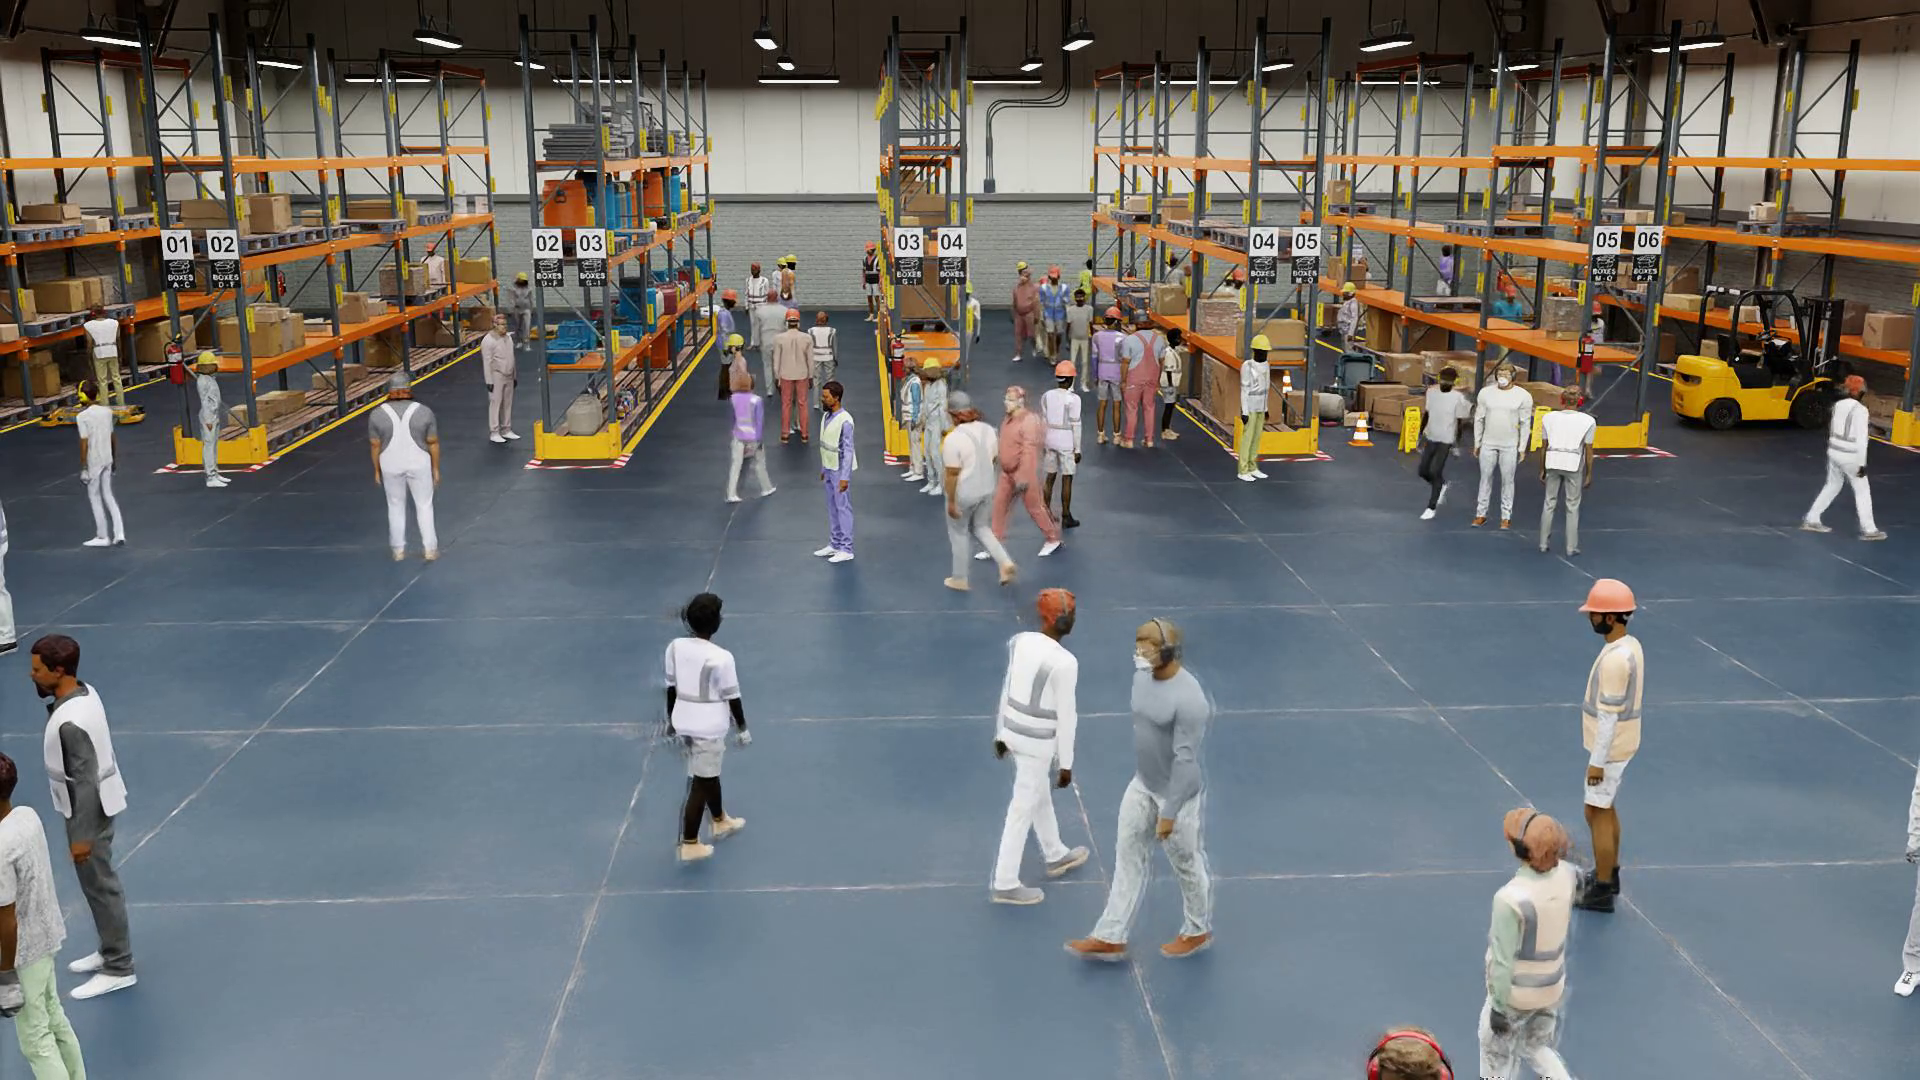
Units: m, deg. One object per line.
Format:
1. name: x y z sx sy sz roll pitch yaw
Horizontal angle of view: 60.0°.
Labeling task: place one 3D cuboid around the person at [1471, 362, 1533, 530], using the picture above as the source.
1. person: 6.196 -1.081 19.076 0.629 1.936 0.373 7 15 28

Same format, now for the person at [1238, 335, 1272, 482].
1. person: 3.902 -1.740 21.883 0.384 1.925 0.593 11 17 39

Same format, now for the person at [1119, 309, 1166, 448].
1. person: 2.628 -2.364 24.282 0.687 2.000 0.535 -6 14 -22

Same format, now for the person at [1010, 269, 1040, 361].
1. person: 1.351 -4.620 34.162 0.674 1.892 0.561 7 15 28

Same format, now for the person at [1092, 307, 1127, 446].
1. person: 2.231 -2.405 24.458 0.607 2.040 0.378 8 16 31

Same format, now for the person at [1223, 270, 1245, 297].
1. person: 5.437 -4.304 32.608 0.621 1.999 1.025 -1 13 -6

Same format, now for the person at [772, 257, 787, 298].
1. person: -4.234 -5.855 39.683 0.516 1.757 0.339 -10 16 -36

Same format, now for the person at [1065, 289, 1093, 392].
1. person: 2.148 -3.575 29.808 0.532 1.863 0.339 -1 13 -6

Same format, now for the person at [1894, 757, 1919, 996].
1. person: 5.092 1.577 8.460 0.497 1.633 0.285 8 15 31

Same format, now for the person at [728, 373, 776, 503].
1. person: -2.629 -1.274 20.616 0.534 1.589 0.857 7 15 28

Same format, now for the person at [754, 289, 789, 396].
1. person: -3.299 -3.477 29.329 0.663 1.893 0.432 -1 13 -4

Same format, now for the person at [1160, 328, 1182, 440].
1. person: 3.157 -2.334 24.919 0.320 1.685 0.539 3 14 13

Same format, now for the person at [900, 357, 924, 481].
1. person: -0.623 -1.594 21.886 0.310 1.636 0.523 -2 13 -10

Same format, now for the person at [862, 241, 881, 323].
1. person: -2.210 -6.466 41.692 0.611 2.031 0.410 9 16 34

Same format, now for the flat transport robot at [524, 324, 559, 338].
1. flat transport robot: -9.606 -4.843 38.575 0.652 0.197 1.431 0 13 0

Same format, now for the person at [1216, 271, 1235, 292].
1. person: 5.768 -4.942 35.845 0.528 1.746 0.659 3 14 11

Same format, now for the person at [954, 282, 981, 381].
1. person: 0.069 -3.910 31.232 0.619 1.865 1.062 -2 13 -9

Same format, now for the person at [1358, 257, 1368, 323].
1. person: 9.985 -6.213 41.435 0.306 1.645 0.521 11 17 39

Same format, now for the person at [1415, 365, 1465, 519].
1. person: 5.677 -1.170 19.651 0.535 1.840 0.596 -13 18 -43

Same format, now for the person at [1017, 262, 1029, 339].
1. person: 1.444 -5.478 38.082 0.327 1.760 0.523 2 13 8

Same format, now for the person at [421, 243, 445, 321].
1. person: -13.237 -6.471 41.800 0.610 1.985 0.393 -2 13 -9

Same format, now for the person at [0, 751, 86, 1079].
1. person: -4.019 1.781 7.125 0.329 1.861 0.506 -4 14 -17

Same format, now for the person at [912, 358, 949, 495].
1. person: -0.370 -1.440 21.071 0.416 1.710 0.549 -6 15 -25

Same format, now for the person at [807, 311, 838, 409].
1. person: -2.300 -3.002 27.846 0.523 1.638 0.310 -1 13 -3

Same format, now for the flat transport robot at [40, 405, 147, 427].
1. flat transport robot: -13.784 -1.984 26.465 1.431 0.197 0.652 -4 14 -18

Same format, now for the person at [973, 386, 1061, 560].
1. person: 0.656 -0.719 17.706 0.976 1.866 0.657 -7 15 -29

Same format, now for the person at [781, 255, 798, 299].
1. person: -3.900 -5.593 38.235 0.384 1.920 0.587 -6 15 -25

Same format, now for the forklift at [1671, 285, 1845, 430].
1. forklift: 12.503 -2.886 26.166 2.313 2.155 1.214 -1 13 -3

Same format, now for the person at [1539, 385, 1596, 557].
1. person: 6.491 -0.739 17.848 0.561 1.836 0.393 9 16 35

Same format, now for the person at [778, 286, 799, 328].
1. person: -3.473 -4.295 33.371 0.501 1.617 0.349 -1 13 -2

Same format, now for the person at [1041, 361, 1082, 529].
1. person: 1.190 -1.104 19.202 0.542 1.928 0.400 11 17 40

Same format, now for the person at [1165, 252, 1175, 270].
1. person: 5.004 -5.922 39.693 0.359 1.883 0.573 3 14 12
